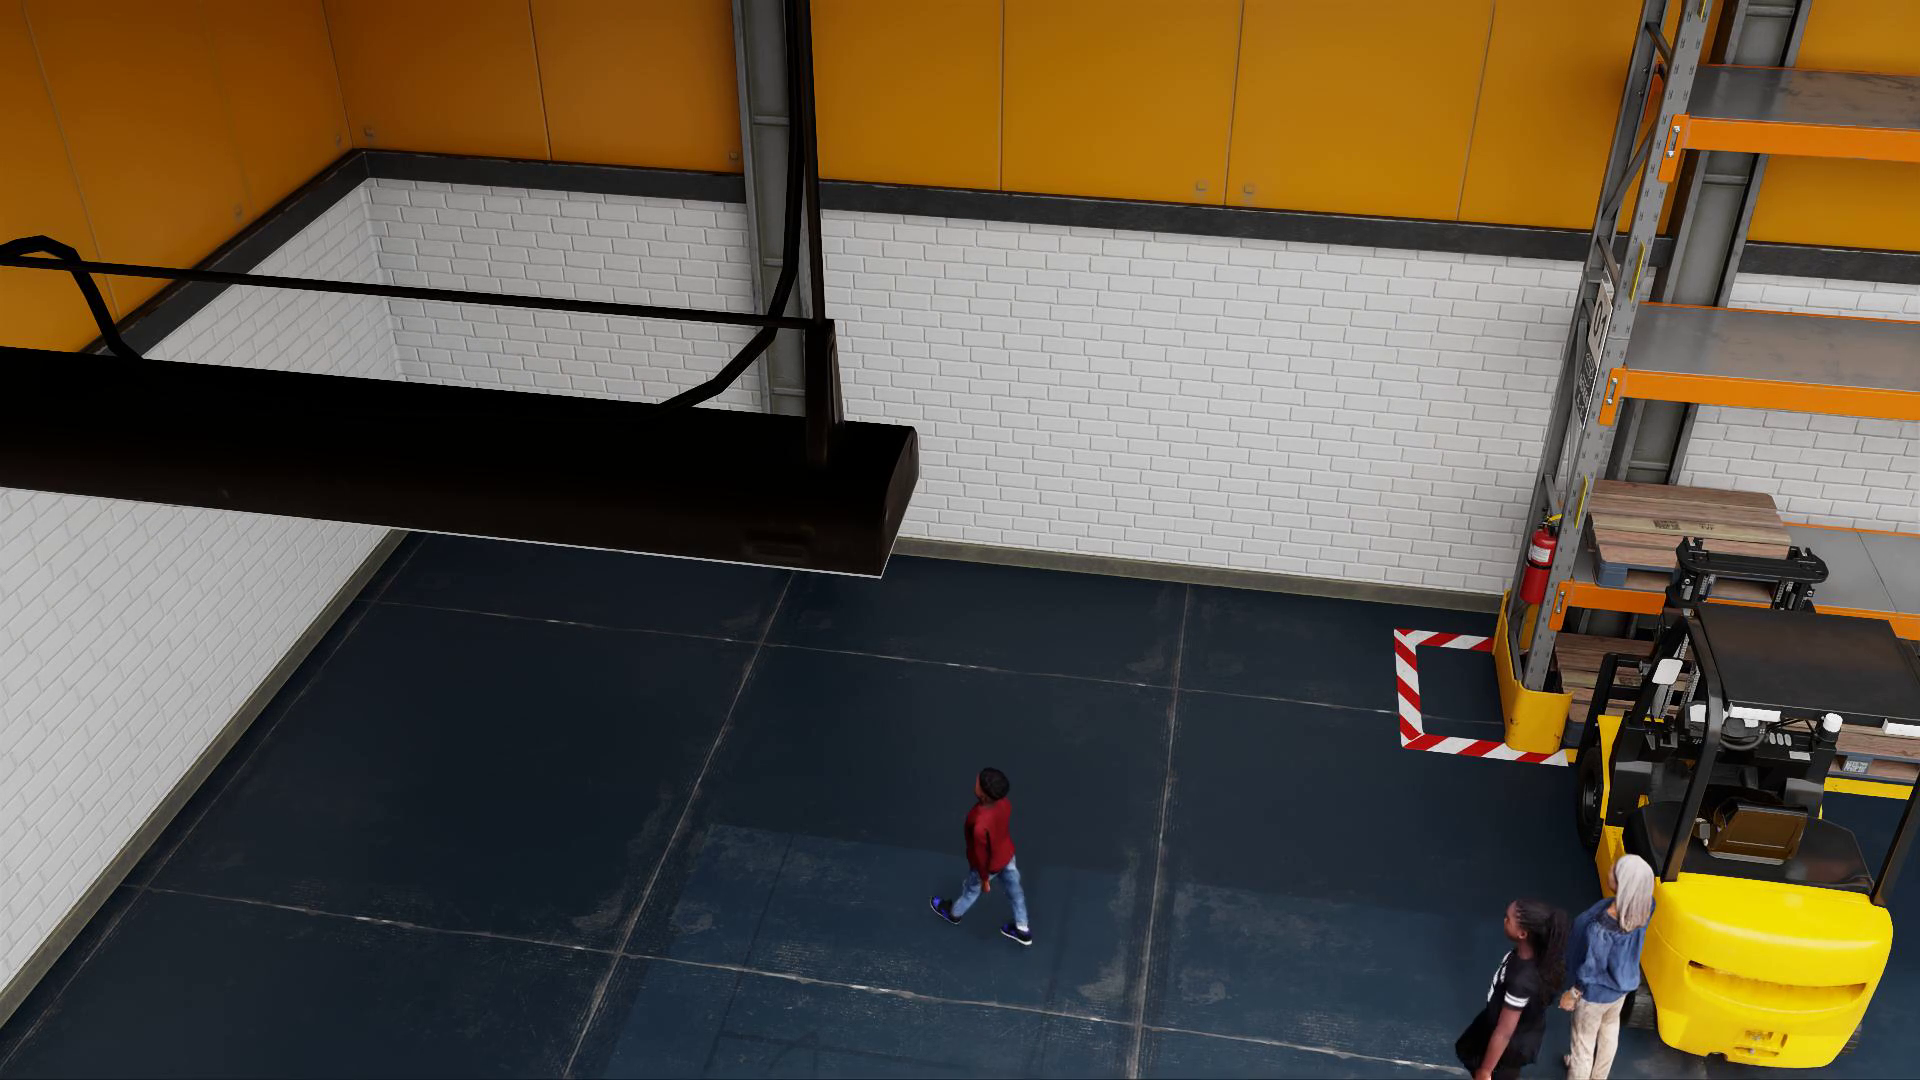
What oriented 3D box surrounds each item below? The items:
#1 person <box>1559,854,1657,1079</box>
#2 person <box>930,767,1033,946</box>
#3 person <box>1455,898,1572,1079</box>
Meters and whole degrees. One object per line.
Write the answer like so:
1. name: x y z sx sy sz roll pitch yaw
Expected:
1. person: 3.212 2.224 8.304 0.708 1.697 0.763 -23 40 -30
2. person: 0.233 1.803 9.349 0.937 1.230 0.744 22 39 29
3. person: 2.718 2.400 8.005 0.731 1.725 0.778 12 35 17
